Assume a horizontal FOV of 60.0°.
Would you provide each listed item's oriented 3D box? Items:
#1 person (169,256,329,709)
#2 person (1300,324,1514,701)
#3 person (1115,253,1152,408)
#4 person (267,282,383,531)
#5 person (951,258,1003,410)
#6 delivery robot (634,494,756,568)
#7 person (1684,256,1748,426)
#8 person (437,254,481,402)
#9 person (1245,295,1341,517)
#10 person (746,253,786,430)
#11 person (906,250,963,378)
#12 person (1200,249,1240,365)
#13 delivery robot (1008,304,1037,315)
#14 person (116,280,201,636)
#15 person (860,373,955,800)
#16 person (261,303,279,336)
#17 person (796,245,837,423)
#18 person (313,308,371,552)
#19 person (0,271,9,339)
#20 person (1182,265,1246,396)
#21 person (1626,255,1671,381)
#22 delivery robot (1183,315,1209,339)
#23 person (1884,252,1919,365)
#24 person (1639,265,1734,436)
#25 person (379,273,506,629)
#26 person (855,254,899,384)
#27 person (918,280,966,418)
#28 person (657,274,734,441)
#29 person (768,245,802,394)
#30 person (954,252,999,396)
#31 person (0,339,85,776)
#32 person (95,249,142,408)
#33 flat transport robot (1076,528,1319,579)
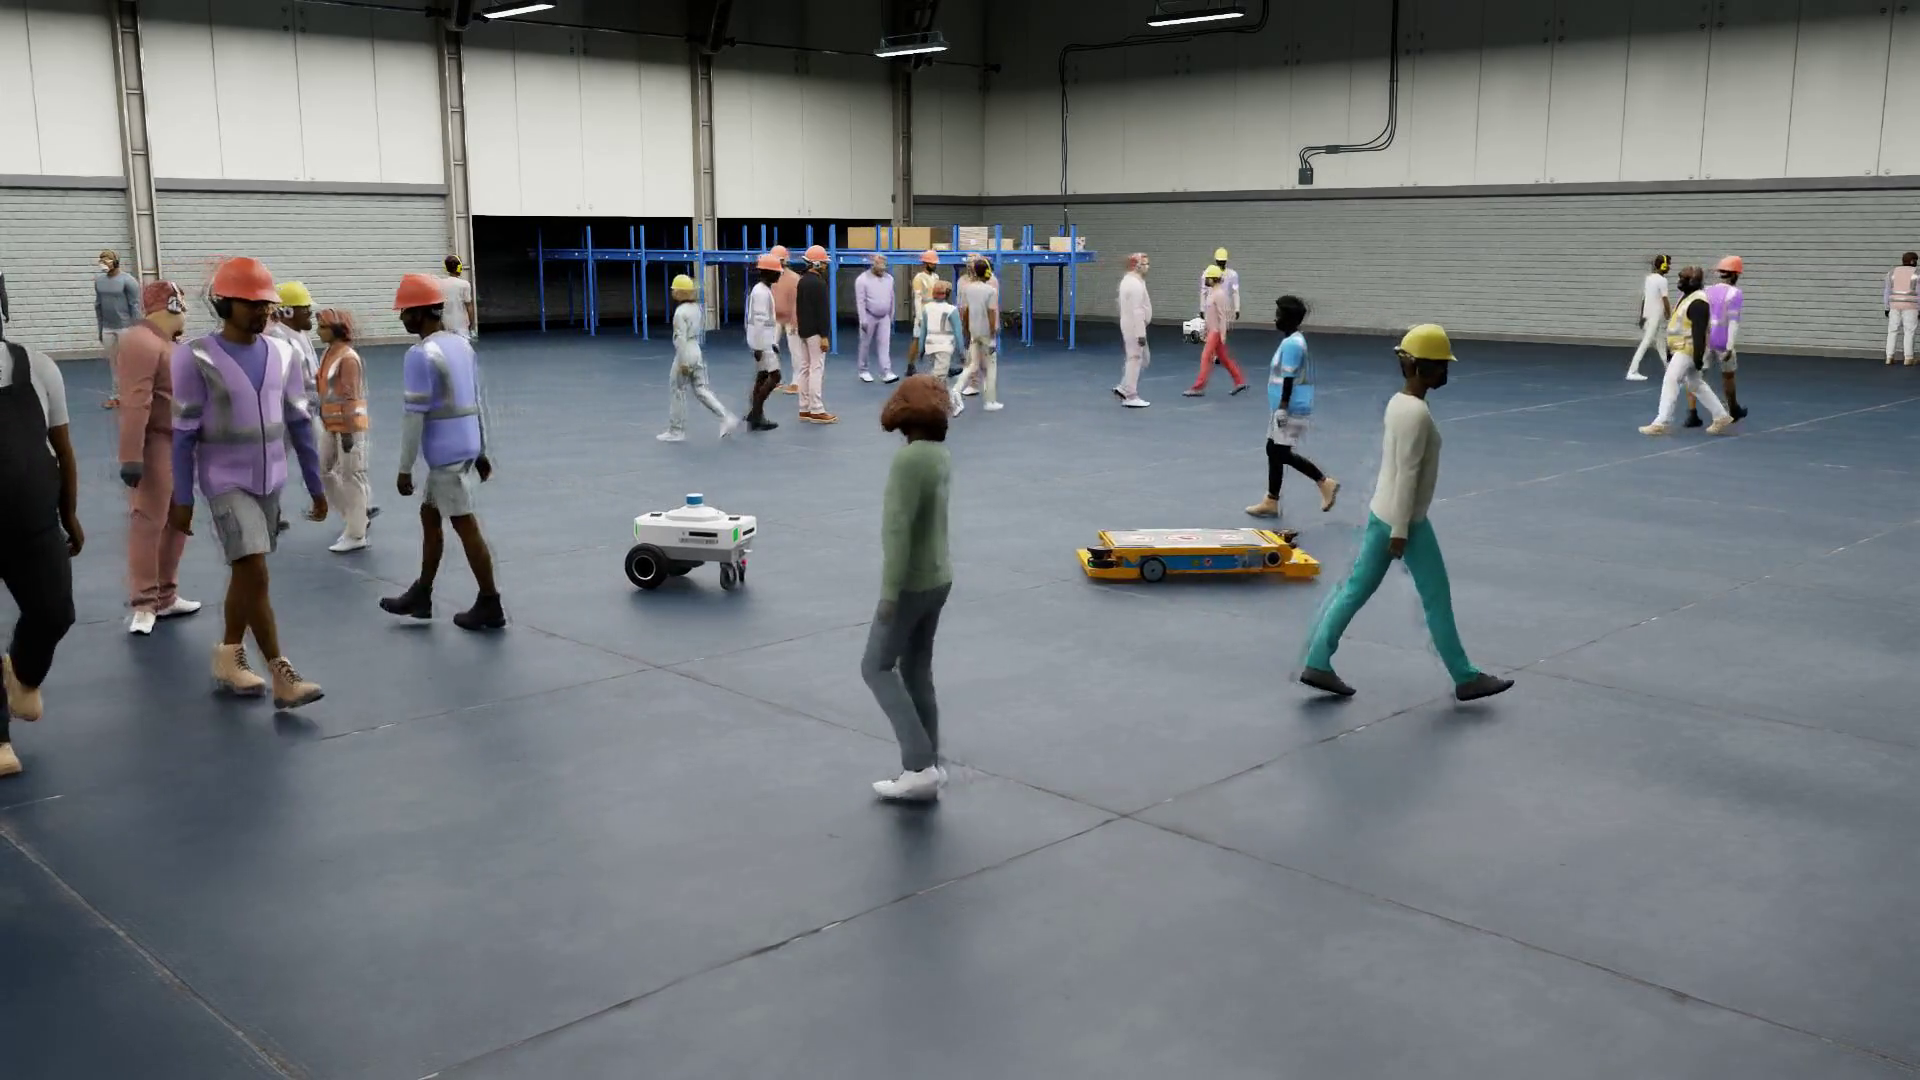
[{"bbox_3d":[-3.114,-0.247,7.454,0.978,2.003,0.627,6,12,30],"label":"person"},{"bbox_3d":[2.021,-0.113,7.540,0.964,1.714,0.535,0,10,2],"label":"person"},{"bbox_3d":[2.190,-2.586,20.521,0.428,1.892,0.676,-1,10,-3],"label":"person"},{"bbox_3d":[-4.697,-0.942,11.873,0.948,1.777,0.610,-1,10,-5],"label":"person"},{"bbox_3d":[0.214,-2.476,20.077,0.521,1.849,0.803,9,13,39],"label":"person"},{"bbox_3d":[-1.612,-0.039,10.154,0.707,0.478,0.477,3,11,15],"label":"delivery robot"},{"bbox_3d":[8.490,-2.217,18.562,1.020,1.874,0.563,-7,13,-34],"label":"person"},{"bbox_3d":[-6.379,-2.677,21.093,0.521,1.871,0.325,2,11,11],"label":"person"},{"bbox_3d":[2.502,-0.992,12.423,0.623,1.677,0.542,1,10,5],"label":"person"},{"bbox_3d":[-2.112,-2.154,18.118,0.454,1.915,0.578,-1,10,-8],"label":"person"},{"bbox_3d":[-0.434,-3.322,24.575,0.989,1.878,0.569,9,13,39],"label":"person"},{"bbox_3d":[4.268,-3.802,27.190,0.615,1.873,0.969,0,10,-1],"label":"person"},{"bbox_3d":[1.423,-5.254,37.886,0.698,0.223,0.335,8,13,36],"label":"delivery robot"},{"bbox_3d":[-4.323,-0.455,8.995,0.406,1.875,0.797,-2,11,-11],"label":"person"},{"bbox_3d":[-0.183,0.186,6.230,0.321,1.598,0.585,4,11,19],"label":"person"},{"bbox_3d":[-8.457,-2.428,20.045,0.337,1.759,0.525,9,14,42],"label":"person"},{"bbox_3d":[-1.646,-2.343,18.930,0.395,1.993,0.614,-6,12,-28],"label":"person"},{"bbox_3d":[-4.147,-0.731,11.116,0.371,1.626,0.536,-8,13,-37],"label":"person"},{"bbox_3d":[-14.919,-3.506,25.479,0.597,1.916,0.372,-4,11,-20],"label":"person"},{"bbox_3d":[3.413,-2.772,22.013,0.897,1.726,0.541,-1,10,-6],"label":"person"},{"bbox_3d":[10.253,-3.243,24.303,0.969,1.816,0.560,0,10,-1],"label":"person"},{"bbox_3d":[4.713,-4.208,32.890,0.477,0.478,0.707,-4,11,-21],"label":"delivery robot"},{"bbox_3d":[15.534,-3.808,27.343,0.430,1.840,0.626,-8,13,-37],"label":"person"},{"bbox_3d":[7.794,-2.011,17.657,0.917,1.808,0.630,3,11,16],"label":"person"},{"bbox_3d":[-2.867,-0.466,8.936,0.873,1.897,0.563,2,11,9],"label":"person"},{"bbox_3d":[-1.190,-3.168,23.865,0.658,1.848,0.991,-6,12,-28],"label":"person"},{"bbox_3d":[-0.166,-2.120,18.769,0.542,1.590,0.864,9,14,40],"label":"person"},{"bbox_3d":[-2.754,-1.876,17.143,0.785,1.718,0.488,4,11,21],"label":"person"},{"bbox_3d":[-2.389,-2.927,22.174,0.638,1.966,0.723,7,12,33],"label":"person"},{"bbox_3d":[0.189,-2.859,22.025,0.665,1.888,0.433,7,13,34],"label":"person"},{"bbox_3d":[-3.905,-0.093,6.650,0.695,2.000,0.700,-9,14,-40],"label":"person"},{"bbox_3d":[-10.279,-2.570,20.330,0.629,1.935,0.371,4,11,19],"label":"person"},{"bbox_3d":[1.489,0.077,10.548,1.431,0.197,0.652,0,10,-3],"label":"flat transport robot"}]
